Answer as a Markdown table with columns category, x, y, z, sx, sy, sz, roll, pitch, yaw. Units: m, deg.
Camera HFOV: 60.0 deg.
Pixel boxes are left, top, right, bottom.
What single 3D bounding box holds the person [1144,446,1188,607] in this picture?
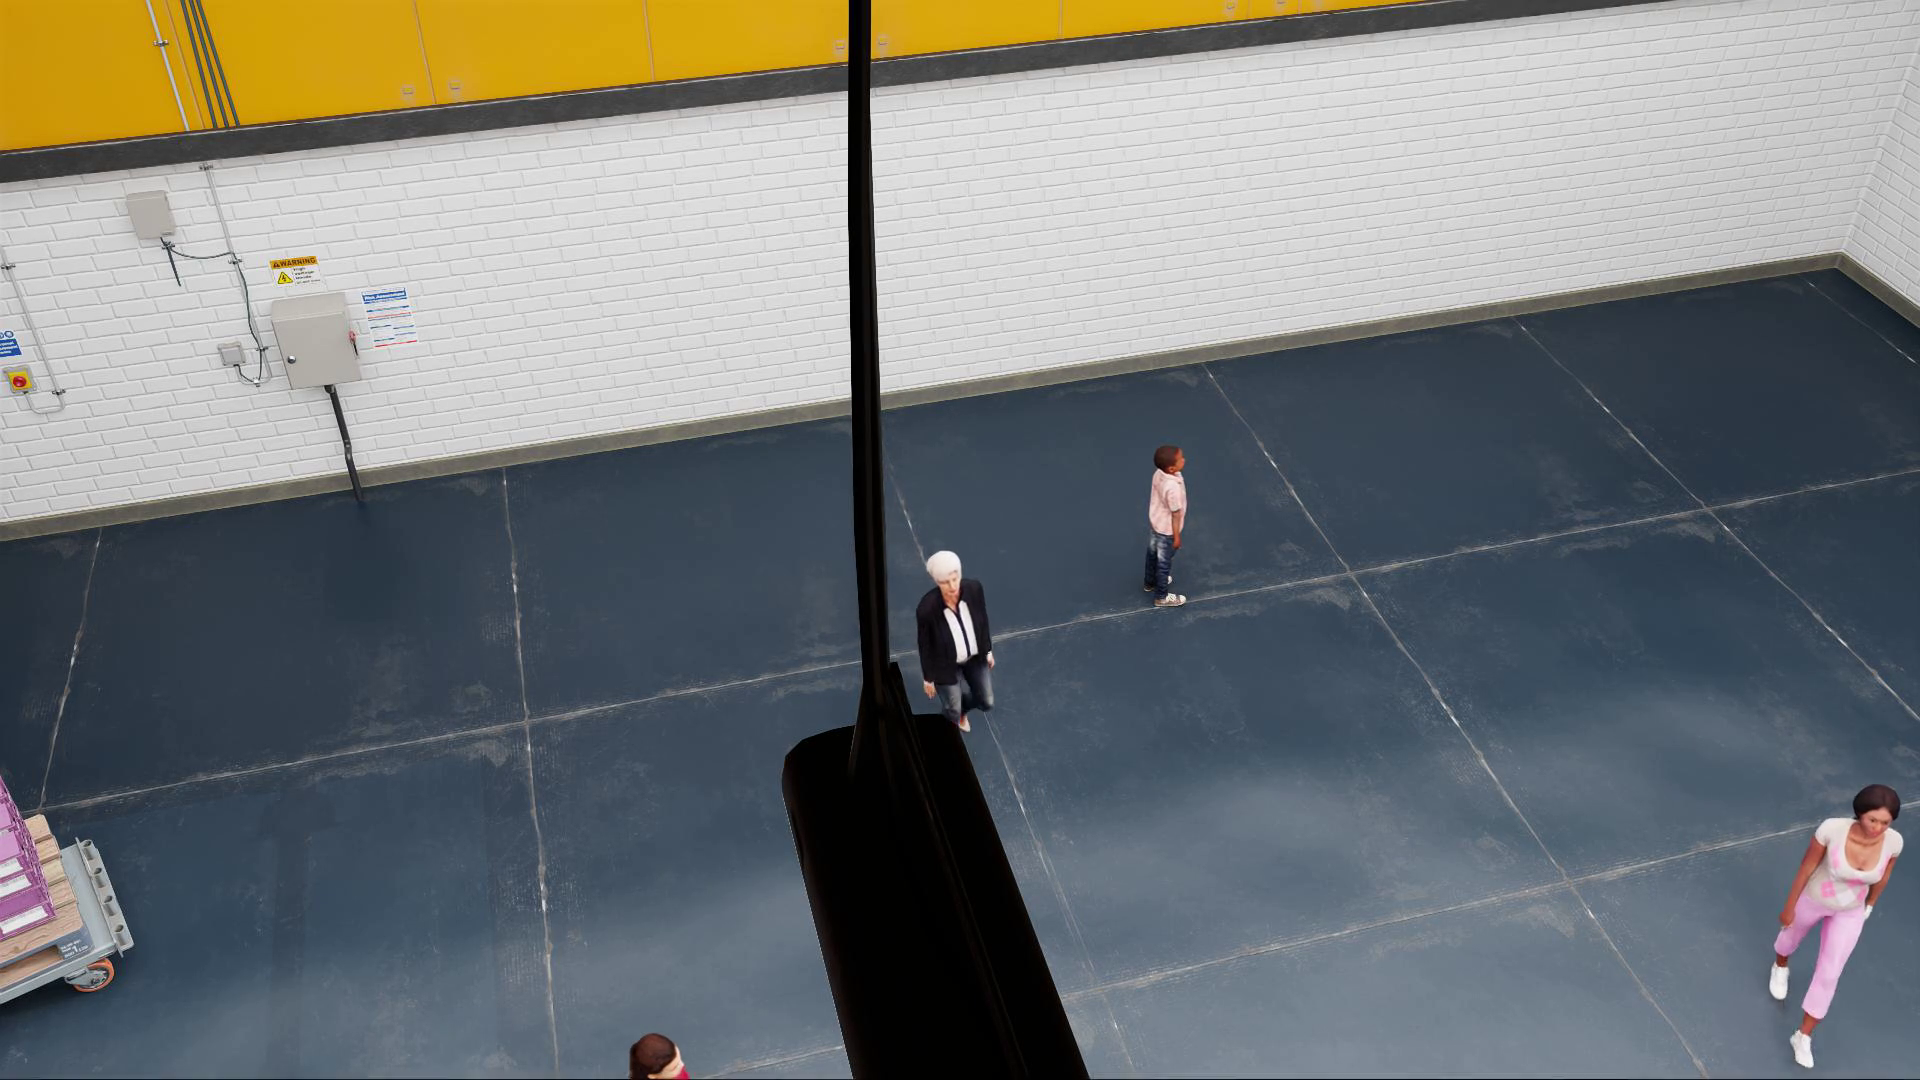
| category | x | y | z | sx | sy | sz | roll | pitch | yaw |
| --- | --- | --- | --- | --- | --- | --- | --- | --- | --- |
| person | 1.430 | -0.119 | 11.640 | 0.559 | 1.306 | 0.421 | -10 | 40 | -12 |

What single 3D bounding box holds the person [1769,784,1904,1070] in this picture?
| category | x | y | z | sx | sy | sz | roll | pitch | yaw |
| --- | --- | --- | --- | --- | --- | --- | --- | --- | --- |
| person | 4.595 | 1.869 | 8.823 | 0.941 | 1.715 | 1.087 | 12 | 40 | 15 |

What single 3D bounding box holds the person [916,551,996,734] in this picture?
| category | x | y | z | sx | sy | sz | roll | pitch | yaw |
| --- | --- | --- | --- | --- | --- | --- | --- | --- | --- |
| person | -0.006 | 0.700 | 10.241 | 0.805 | 1.764 | 0.751 | -17 | 42 | -20 |

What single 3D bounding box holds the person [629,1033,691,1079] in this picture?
| category | x | y | z | sx | sy | sz | roll | pitch | yaw |
| --- | --- | --- | --- | --- | --- | --- | --- | --- | --- |
| person | -1.411 | 2.778 | 7.825 | 0.749 | 1.541 | 0.833 | -2 | 39 | -2 |
